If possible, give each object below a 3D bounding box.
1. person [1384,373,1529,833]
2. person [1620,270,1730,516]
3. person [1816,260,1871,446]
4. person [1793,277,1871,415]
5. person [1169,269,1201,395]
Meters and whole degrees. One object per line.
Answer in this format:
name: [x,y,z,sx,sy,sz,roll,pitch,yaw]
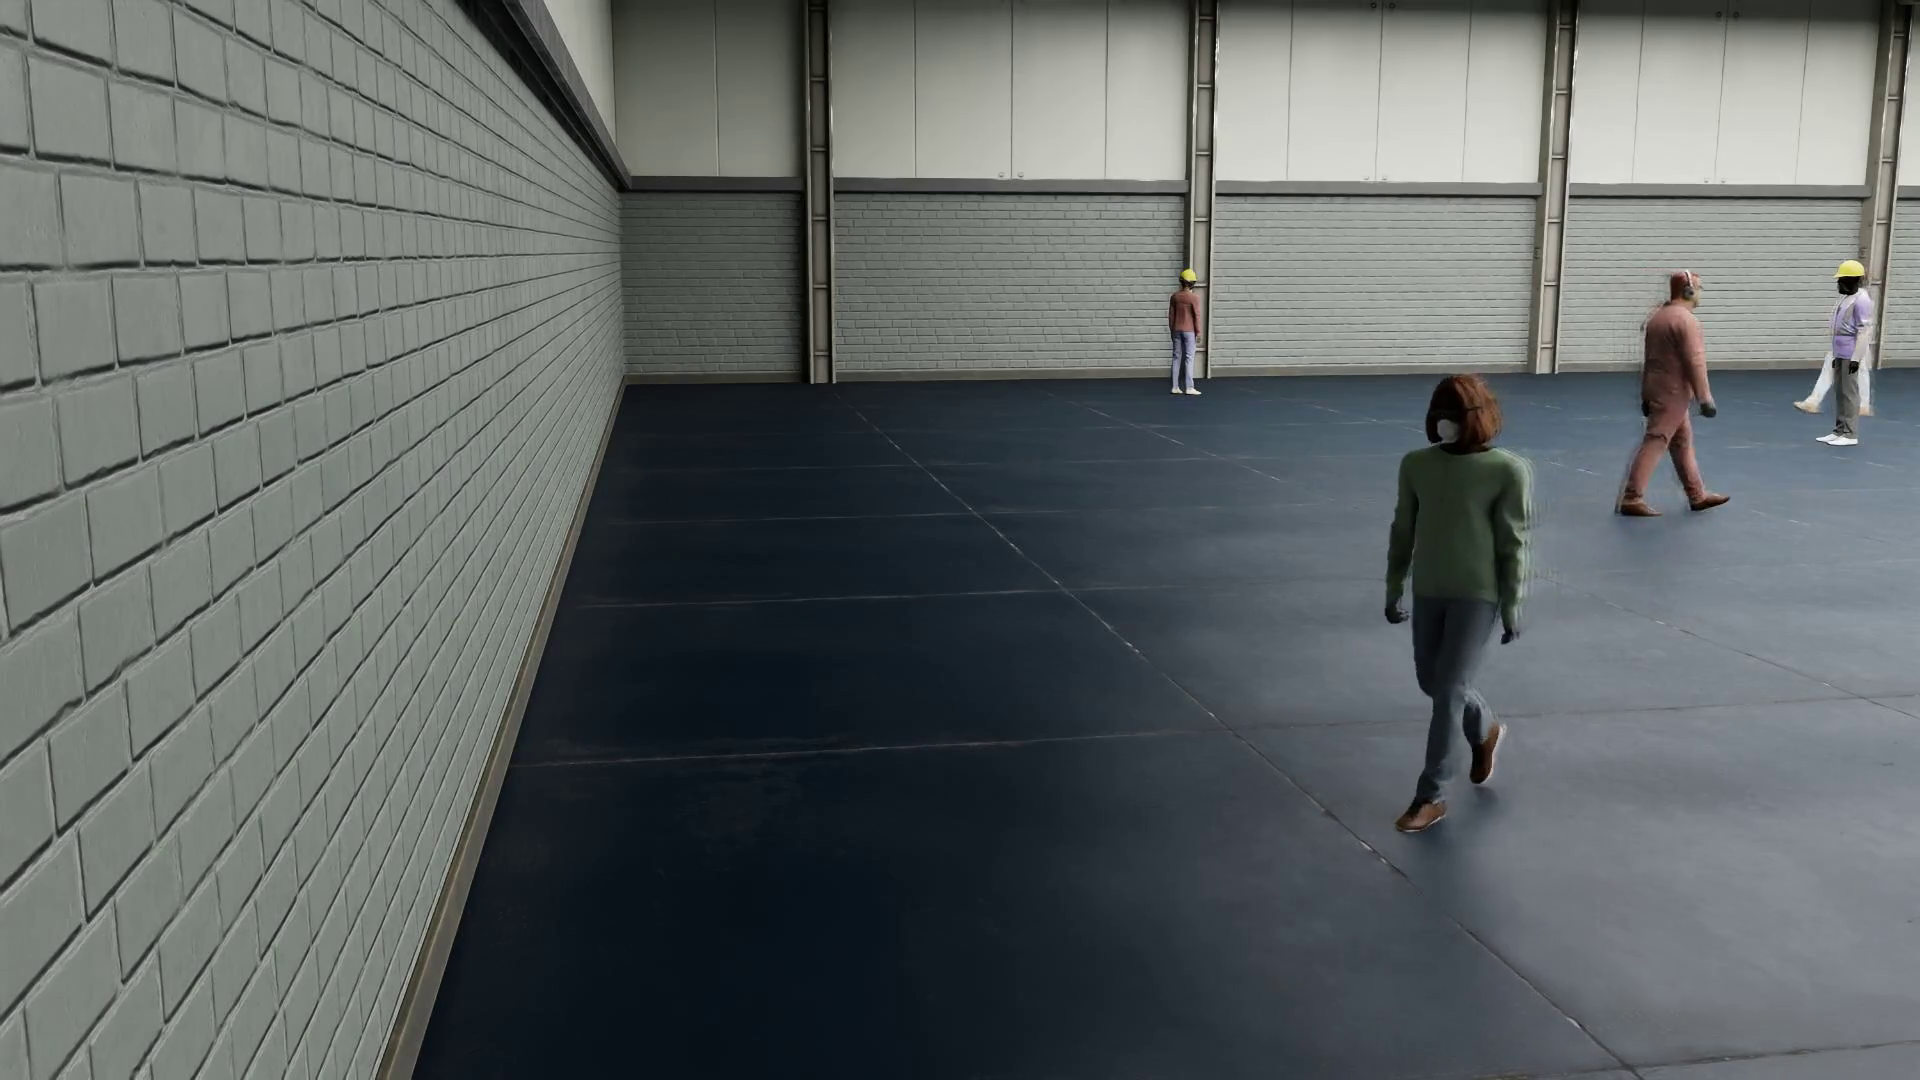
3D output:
person: [1.800,0.193,5.981,0.741,1.605,0.507,-9,13,-42]
person: [5.519,-1.102,12.664,0.962,1.868,0.639,1,10,4]
person: [9.253,-1.946,17.372,0.373,1.925,0.595,2,10,10]
person: [10.844,-2.431,20.508,0.922,1.796,0.638,0,10,2]
person: [3.198,-2.932,23.512,0.325,1.767,0.533,-10,14,-44]
